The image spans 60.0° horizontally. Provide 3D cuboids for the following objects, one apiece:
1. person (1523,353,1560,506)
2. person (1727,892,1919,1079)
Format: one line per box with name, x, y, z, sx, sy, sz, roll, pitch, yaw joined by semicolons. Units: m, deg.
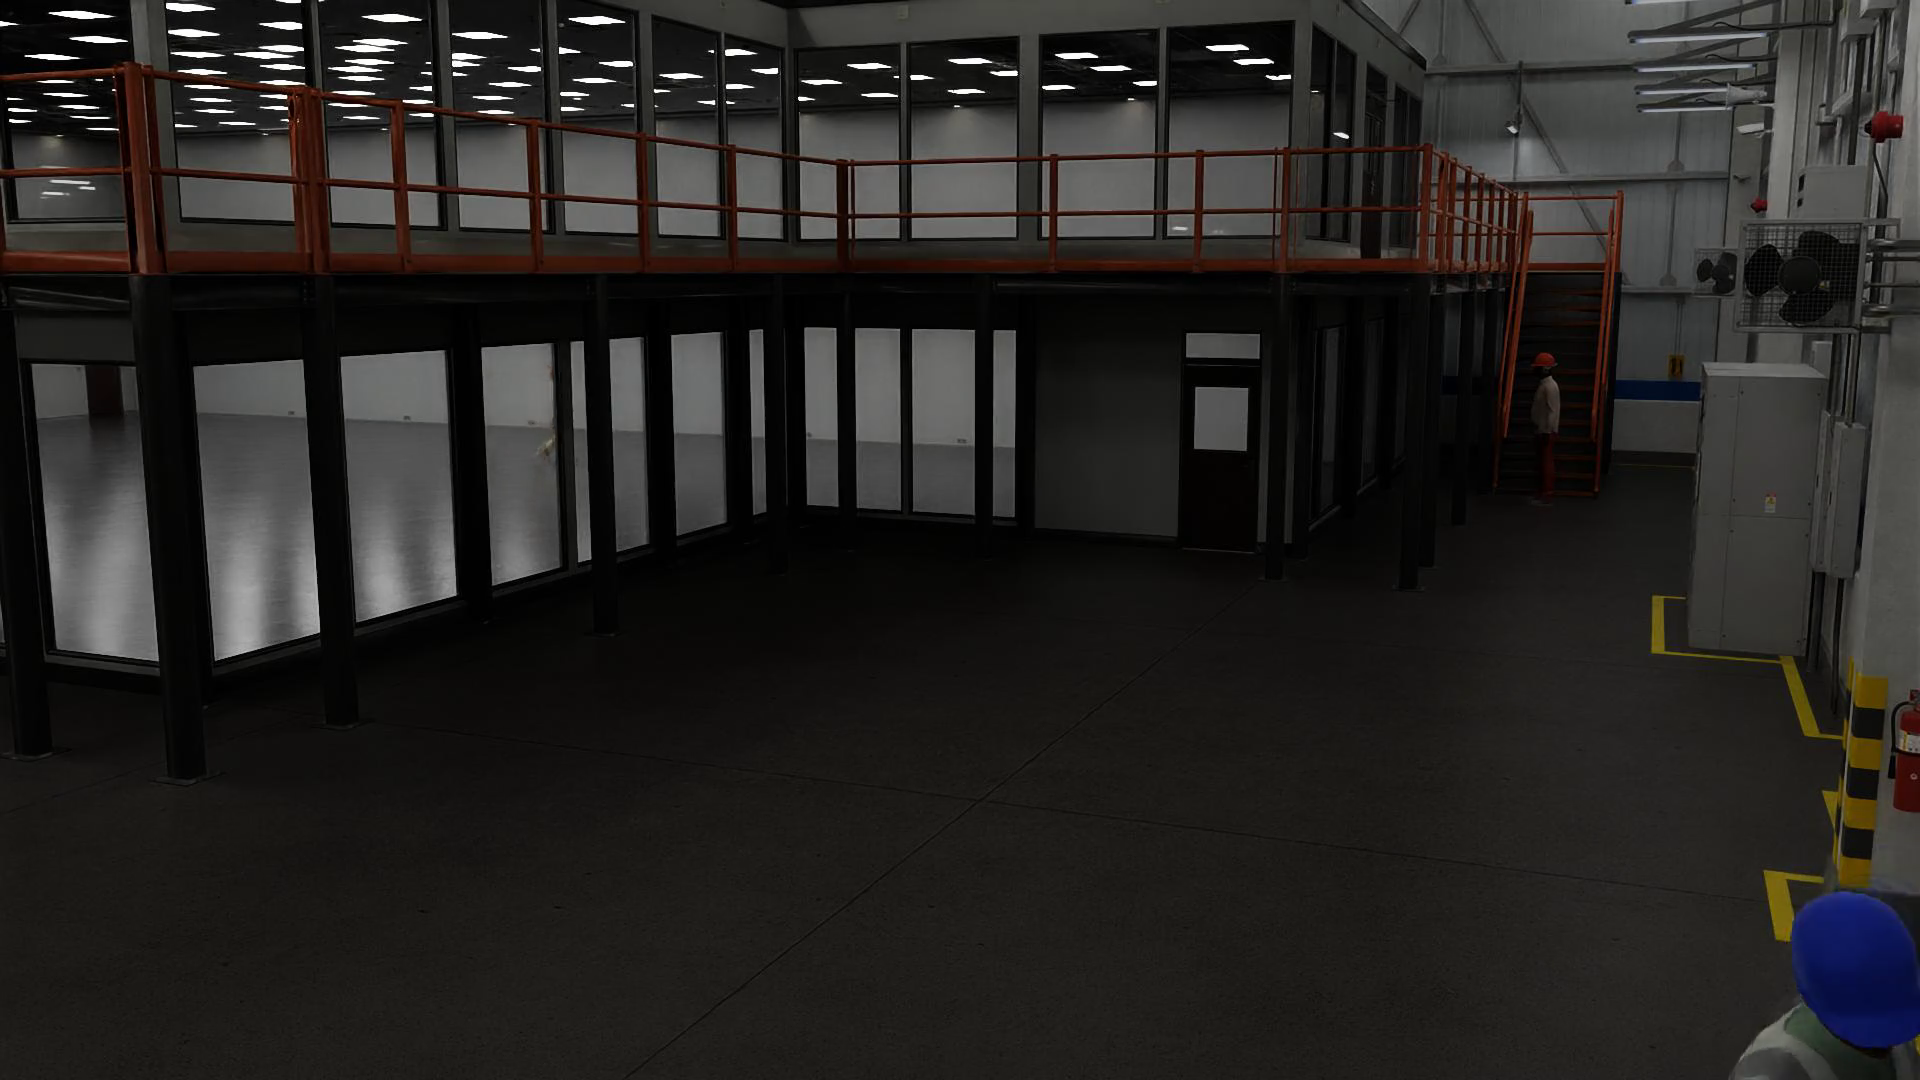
person;7.577;-1.431;21.615;0.395;1.994;0.612;2;9;10
person;1.770;1.572;3.428;0.766;1.904;0.409;-9;13;-43
